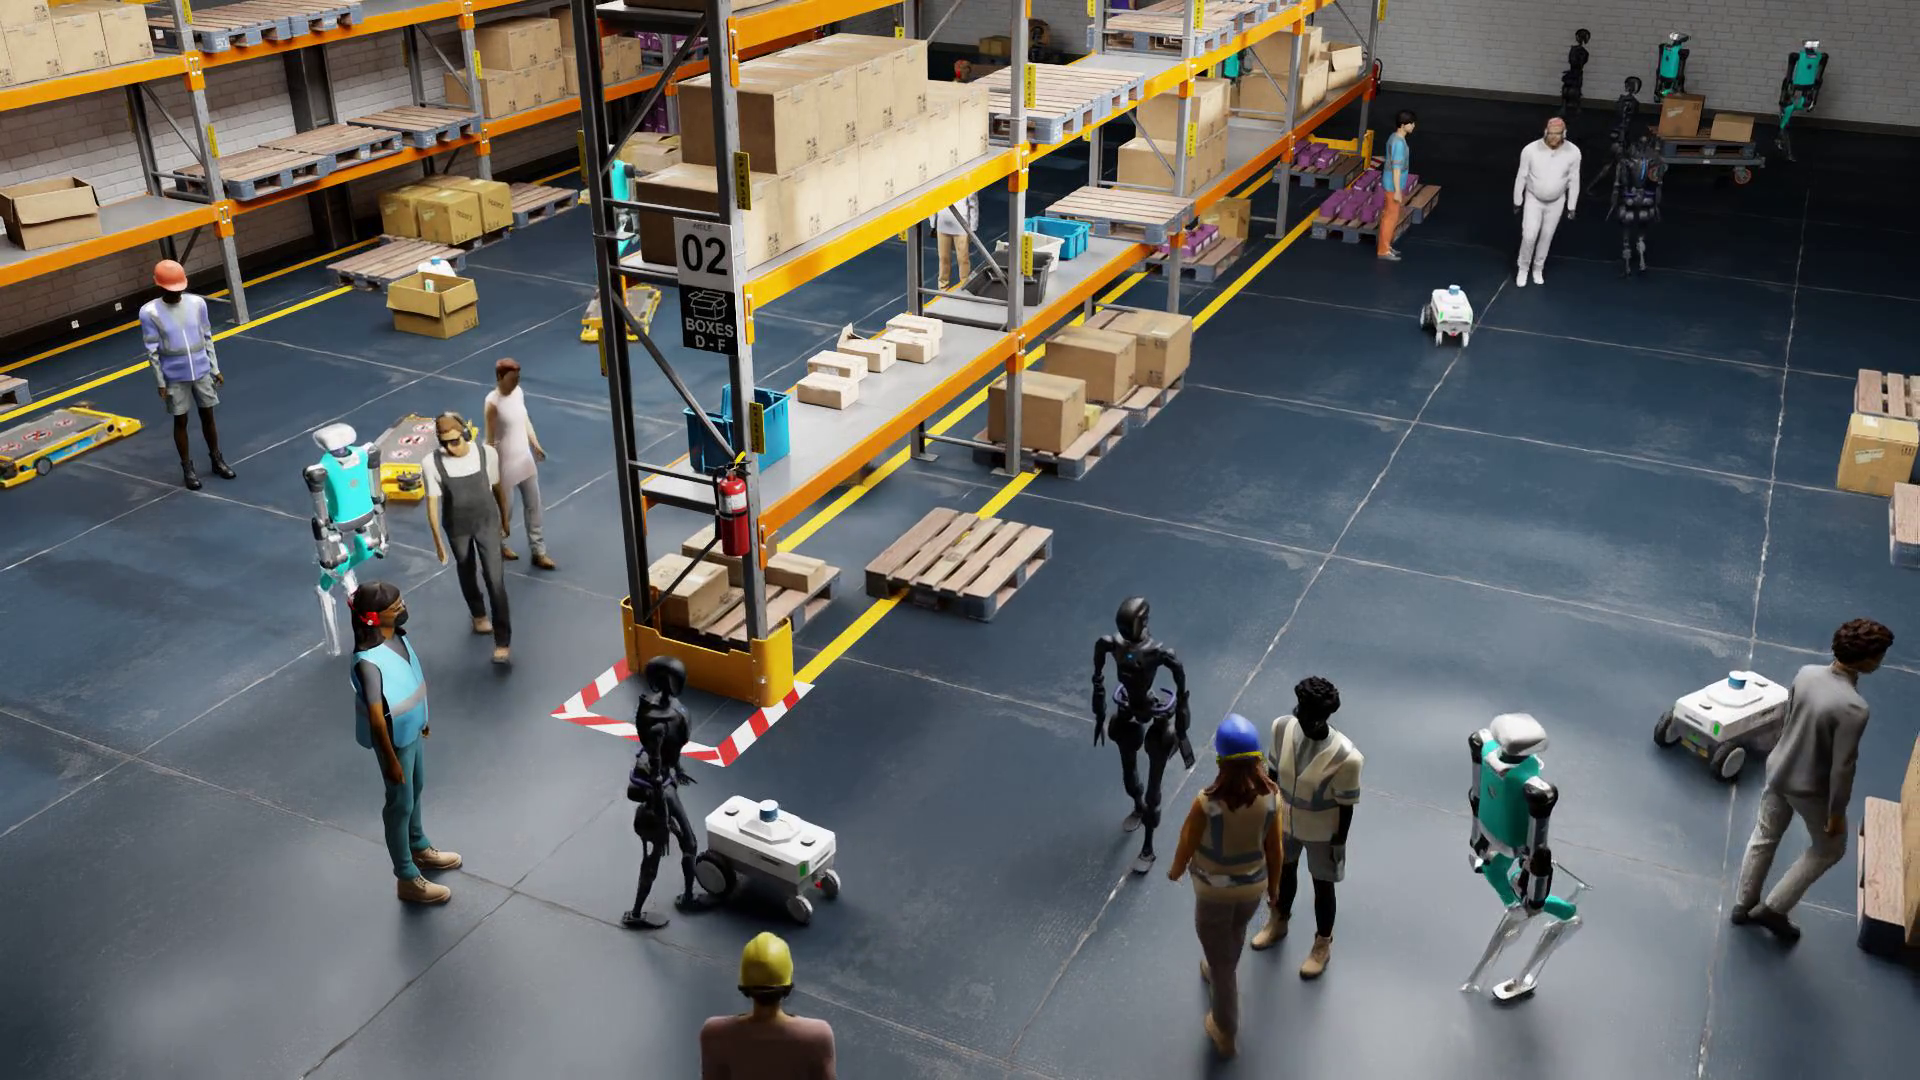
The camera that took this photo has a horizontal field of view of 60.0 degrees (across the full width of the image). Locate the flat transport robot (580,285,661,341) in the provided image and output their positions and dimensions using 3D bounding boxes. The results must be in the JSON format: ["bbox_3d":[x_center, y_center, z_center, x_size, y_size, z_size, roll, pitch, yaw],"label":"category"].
[{"bbox_3d":[-3.594,-2.425,17.677,0.659,0.231,1.431,-1,26,-2],"label":"flat transport robot"}]

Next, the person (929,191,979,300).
[{"bbox_3d":[-0.081,-3.382,17.945,0.567,1.741,0.345,12,29,22],"label":"person"}]

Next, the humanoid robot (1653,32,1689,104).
[{"bbox_3d":[10.588,-6.567,24.441,1.029,1.765,0.540,-9,28,-18],"label":"humanoid robot"}]

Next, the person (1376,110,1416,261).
[{"bbox_3d":[5.109,-4.157,19.498,0.332,1.759,0.500,4,27,8],"label":"person"}]

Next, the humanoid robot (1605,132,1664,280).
[{"bbox_3d":[7.648,-3.774,18.820,0.594,1.652,0.333,1,26,2],"label":"humanoid robot"}]

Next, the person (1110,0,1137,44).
[{"bbox_3d":[2.844,-9.031,29.175,0.545,1.916,0.461,24,35,39],"label":"person"}]

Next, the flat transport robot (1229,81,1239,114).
[{"bbox_3d":[4.379,-6.102,25.103,1.431,0.231,0.659,7,27,13],"label":"flat transport robot"}]

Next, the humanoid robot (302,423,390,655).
[{"bbox_3d":[-4.183,0.025,11.139,0.822,1.825,0.558,18,32,33],"label":"humanoid robot"}]

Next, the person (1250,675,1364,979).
[{"bbox_3d":[1.735,1.413,8.323,0.320,1.693,0.534,-24,35,-39],"label":"person"}]

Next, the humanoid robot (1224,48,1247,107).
[{"bbox_3d":[4.216,-6.626,24.555,0.990,1.767,0.540,-16,30,-29],"label":"humanoid robot"}]

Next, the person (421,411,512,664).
[{"bbox_3d":[-3.267,-0.047,11.154,0.529,1.788,0.947,-9,28,-18],"label":"person"}]

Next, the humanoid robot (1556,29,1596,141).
[{"bbox_3d":[9.314,-6.863,25.081,0.695,1.634,0.588,2,26,3],"label":"humanoid robot"}]

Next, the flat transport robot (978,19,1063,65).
[{"bbox_3d":[1.041,-8.454,29.854,1.431,0.231,0.659,21,33,36],"label":"flat transport robot"}]

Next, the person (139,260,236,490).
[{"bbox_3d":[-6.348,-1.371,13.679,0.370,1.928,0.542,24,35,39],"label":"person"}]

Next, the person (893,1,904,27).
[{"bbox_3d":[-1.015,-9.542,30.327,0.516,1.813,0.393,-23,35,-39],"label":"person"}]

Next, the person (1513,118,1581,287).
[{"bbox_3d":[6.525,-3.745,18.525,0.664,1.883,0.653,3,27,6],"label":"person"}]

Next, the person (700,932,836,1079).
[{"bbox_3d":[-0.742,2.251,6.565,0.530,1.740,0.726,-2,26,-4],"label":"person"}]

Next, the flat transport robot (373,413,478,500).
[{"bbox_3d":[-4.693,-0.724,14.241,0.659,0.231,1.431,2,26,5],"label":"flat transport robot"}]

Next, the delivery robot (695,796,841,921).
[{"bbox_3d":[-1.046,1.690,9.060,0.807,0.609,0.499,15,30,28],"label":"delivery robot"}]

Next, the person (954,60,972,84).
[{"bbox_3d":[-0.021,-5.379,21.870,0.373,1.840,0.569,11,28,21],"label":"person"}]

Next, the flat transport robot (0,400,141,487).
[{"bbox_3d":[-7.950,-0.843,14.480,0.659,0.231,1.431,10,28,20],"label":"flat transport robot"}]

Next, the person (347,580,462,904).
[{"bbox_3d":[-2.982,1.058,8.842,0.390,1.866,0.528,0,26,-1],"label":"person"}]

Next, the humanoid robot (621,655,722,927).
[{"bbox_3d":[-1.545,1.290,8.596,0.532,1.632,0.603,1,26,2],"label":"humanoid robot"}]

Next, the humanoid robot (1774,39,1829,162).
[{"bbox_3d":[12.075,-6.416,24.149,0.536,1.764,1.030,2,26,4],"label":"humanoid robot"}]

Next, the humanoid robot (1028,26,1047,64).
[{"bbox_3d":[1.111,-6.977,25.304,0.696,1.632,0.584,7,27,14],"label":"humanoid robot"}]

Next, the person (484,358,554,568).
[{"bbox_3d":[-3.307,-0.584,12.420,0.593,1.619,0.512,15,30,27],"label":"person"}]

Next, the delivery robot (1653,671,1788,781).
[{"bbox_3d":[4.724,1.097,10.248,0.801,0.602,0.499,-14,30,-27],"label":"delivery robot"}]

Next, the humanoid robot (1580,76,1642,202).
[{"bbox_3d":[8.706,-5.288,21.941,0.799,1.631,0.585,13,29,24],"label":"humanoid robot"}]

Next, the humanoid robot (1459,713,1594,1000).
[{"bbox_3d":[2.771,1.565,7.980,0.808,1.782,0.567,-10,28,-19],"label":"humanoid robot"}]

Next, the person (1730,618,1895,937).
[{"bbox_3d":[4.315,1.230,8.472,0.454,1.878,0.582,-7,27,-13],"label":"person"}]

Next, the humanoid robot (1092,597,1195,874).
[{"bbox_3d":[1.020,1.015,9.173,0.616,1.619,0.628,14,29,25],"label":"humanoid robot"}]

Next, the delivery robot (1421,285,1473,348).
[{"bbox_3d":[5.064,-2.330,17.169,0.499,0.601,0.805,4,27,7],"label":"delivery robot"}]

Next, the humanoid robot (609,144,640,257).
[{"bbox_3d":[-3.737,-3.254,17.704,0.543,1.793,0.741,6,27,13],"label":"humanoid robot"}]

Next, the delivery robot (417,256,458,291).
[{"bbox_3d":[-5.676,-2.796,18.094,0.499,0.586,0.773,-11,28,-21],"label":"delivery robot"}]

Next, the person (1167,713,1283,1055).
[{"bbox_3d":[1.234,1.571,7.924,0.464,1.755,0.708,-7,27,-14],"label":"person"}]
